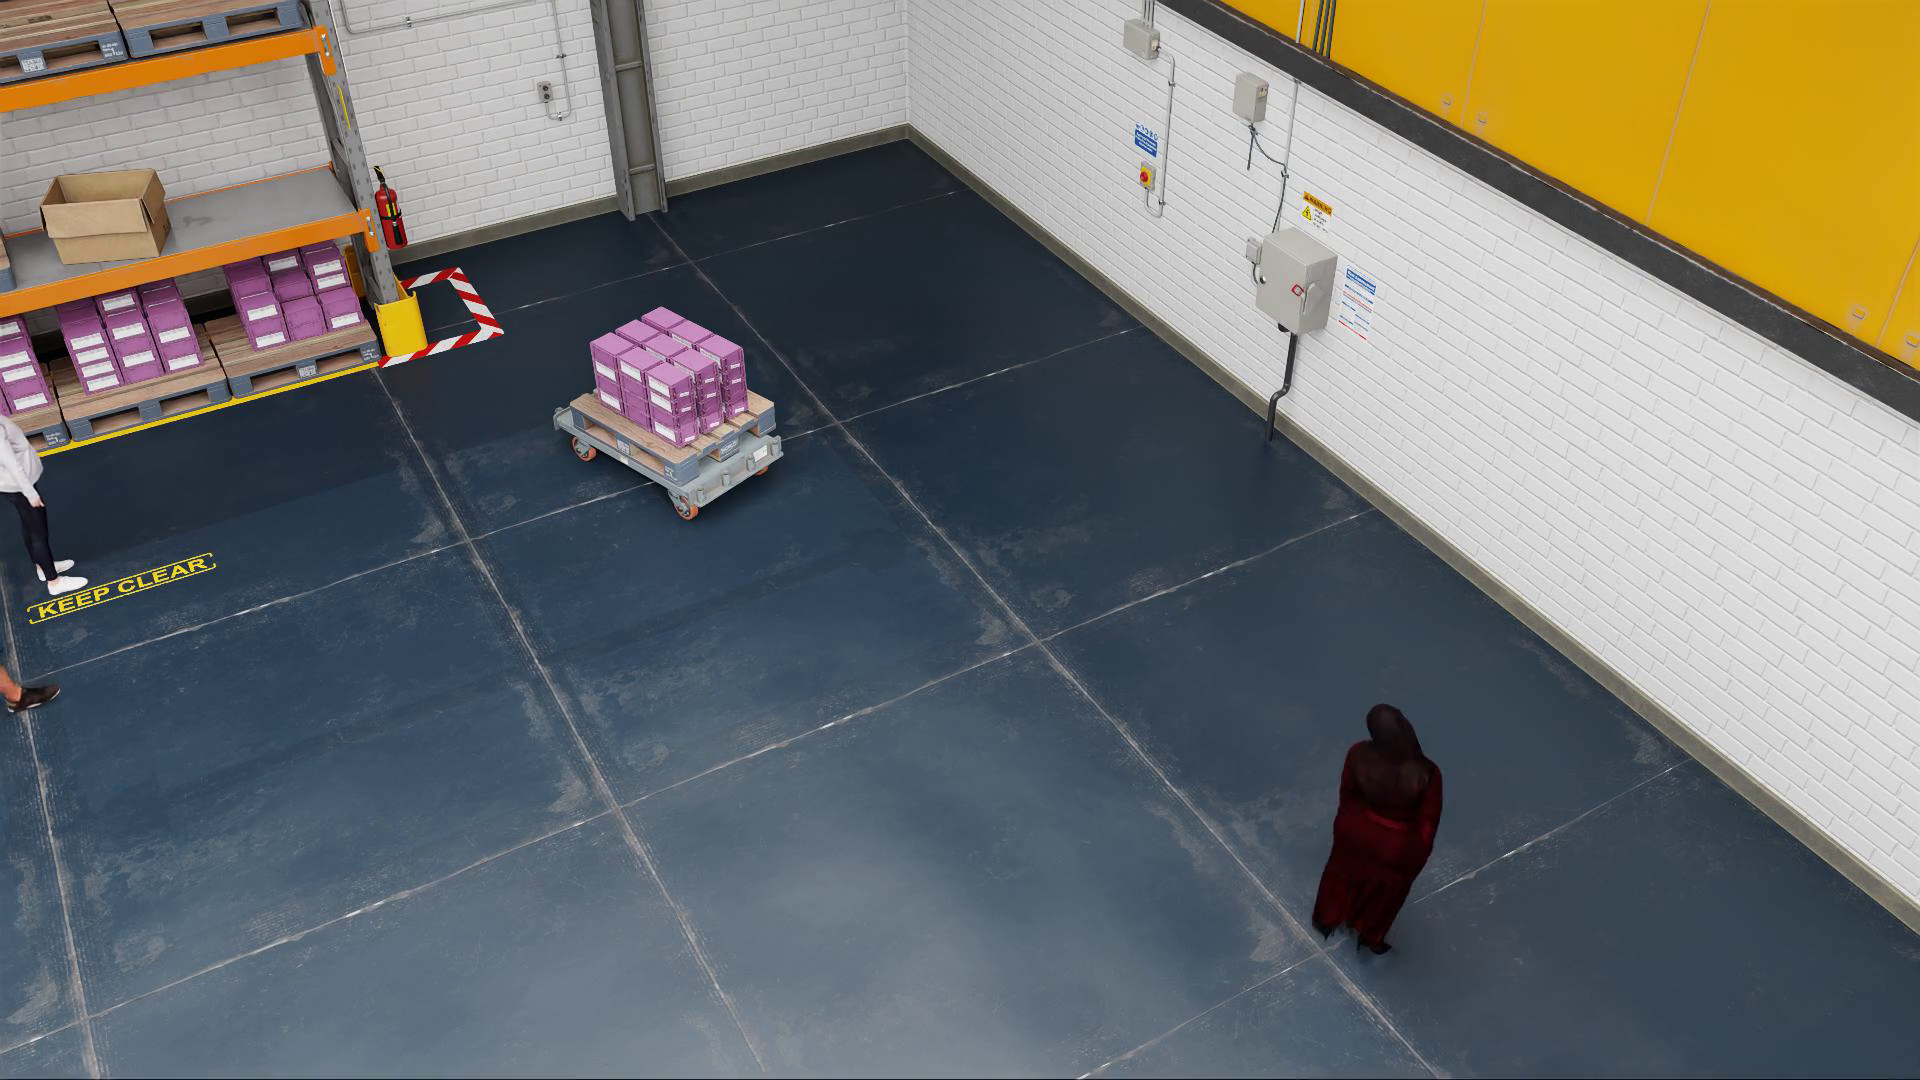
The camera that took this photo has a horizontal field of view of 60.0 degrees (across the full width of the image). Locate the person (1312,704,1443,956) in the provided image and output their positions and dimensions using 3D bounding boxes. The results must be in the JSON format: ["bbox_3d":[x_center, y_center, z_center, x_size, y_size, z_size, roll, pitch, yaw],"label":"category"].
[{"bbox_3d":[2.237,1.563,8.736,0.759,1.733,0.784,-27,46,-30],"label":"person"}]

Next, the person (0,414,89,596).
[{"bbox_3d":[-6.349,-0.381,11.195,0.618,1.701,0.664,-29,47,-31],"label":"person"}]
